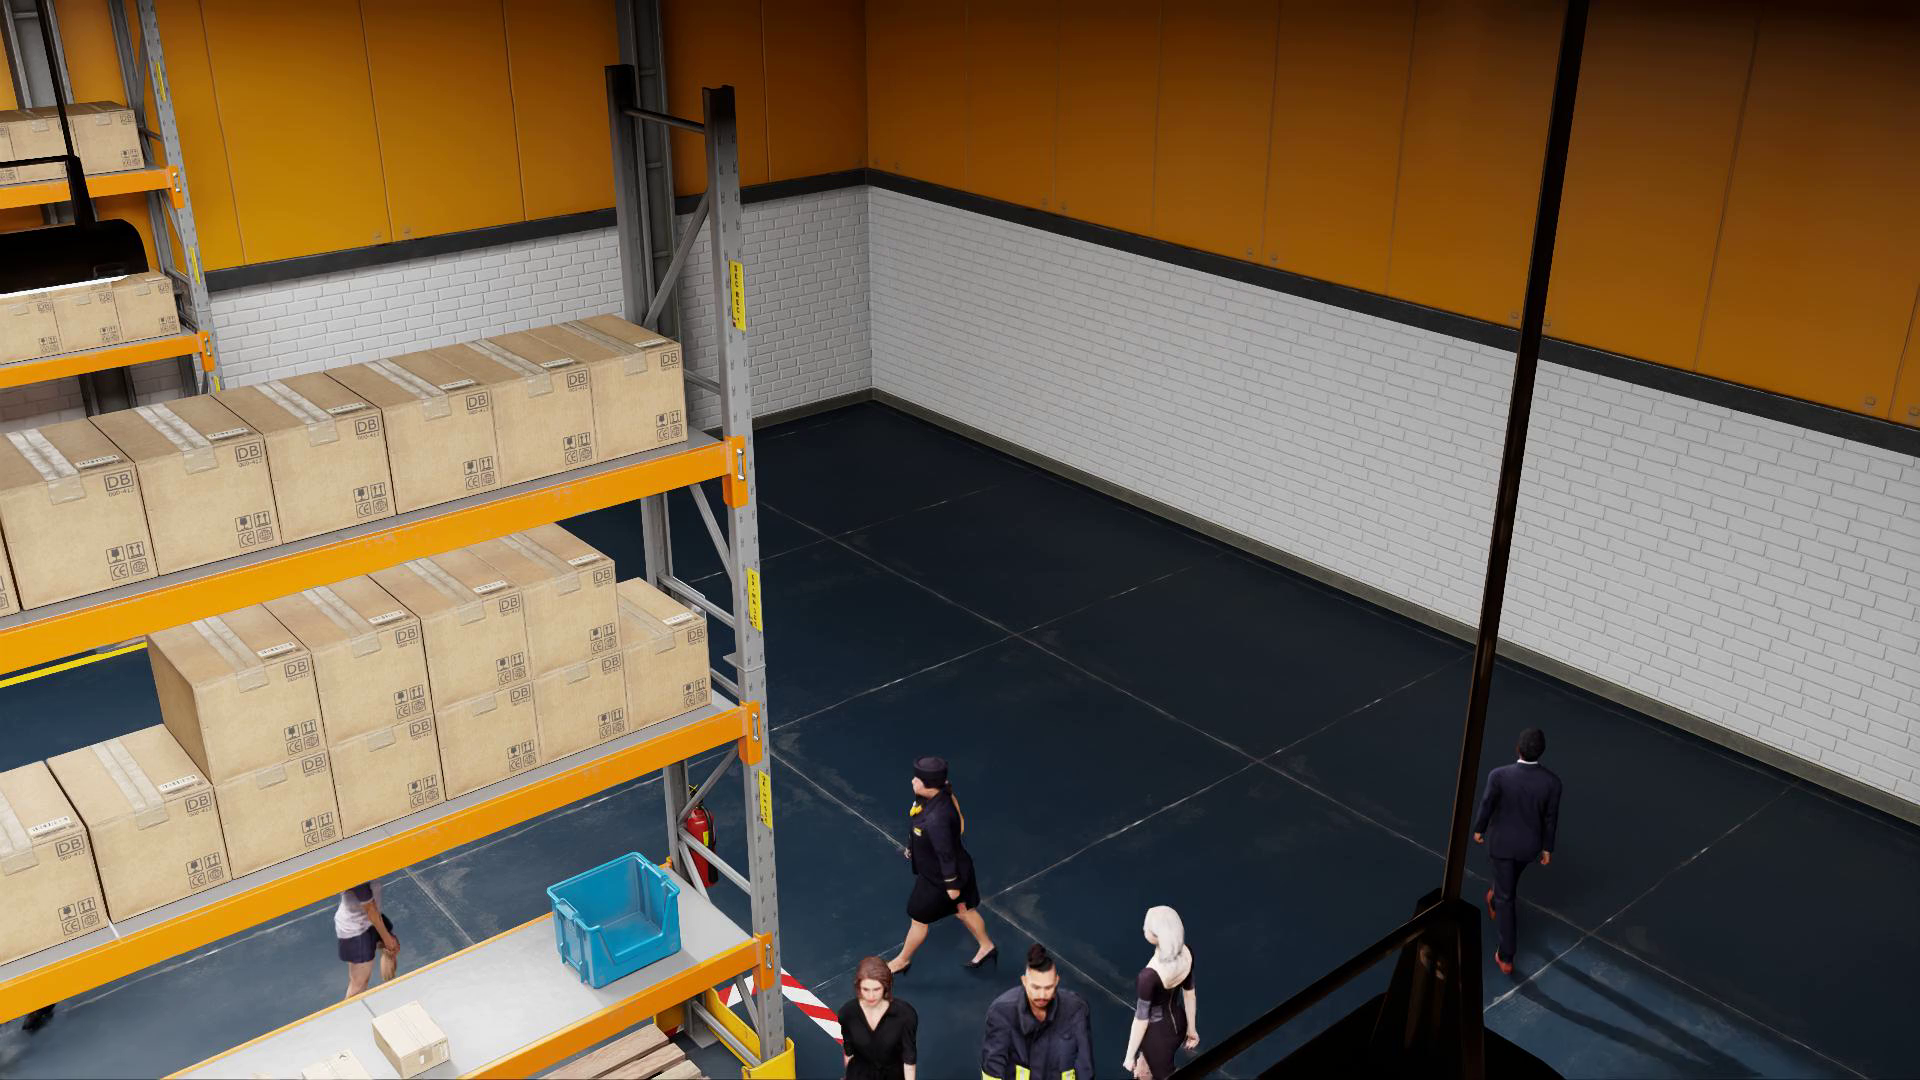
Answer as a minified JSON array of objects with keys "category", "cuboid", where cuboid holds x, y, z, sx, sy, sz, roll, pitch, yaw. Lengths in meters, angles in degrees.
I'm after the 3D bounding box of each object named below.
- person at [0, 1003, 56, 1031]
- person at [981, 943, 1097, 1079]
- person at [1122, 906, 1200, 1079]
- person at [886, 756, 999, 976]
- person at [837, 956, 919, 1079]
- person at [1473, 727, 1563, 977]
[{"category":"person","cuboid":[-5.954,2.424,10.304,0.960,1.588,1.111,6,24,14]},{"category":"person","cuboid":[0.418,2.889,8.911,0.862,1.853,0.954,-2,24,-6]},{"category":"person","cuboid":[1.196,2.835,9.132,0.814,1.775,1.185,20,30,38]},{"category":"person","cuboid":[-0.034,2.179,10.826,1.203,1.620,1.109,0,24,0]},{"category":"person","cuboid":[-0.421,2.922,9.059,1.030,1.673,1.062,1,24,3]},{"category":"person","cuboid":[3.665,2.074,10.994,1.114,1.678,1.195,3,24,7]}]
